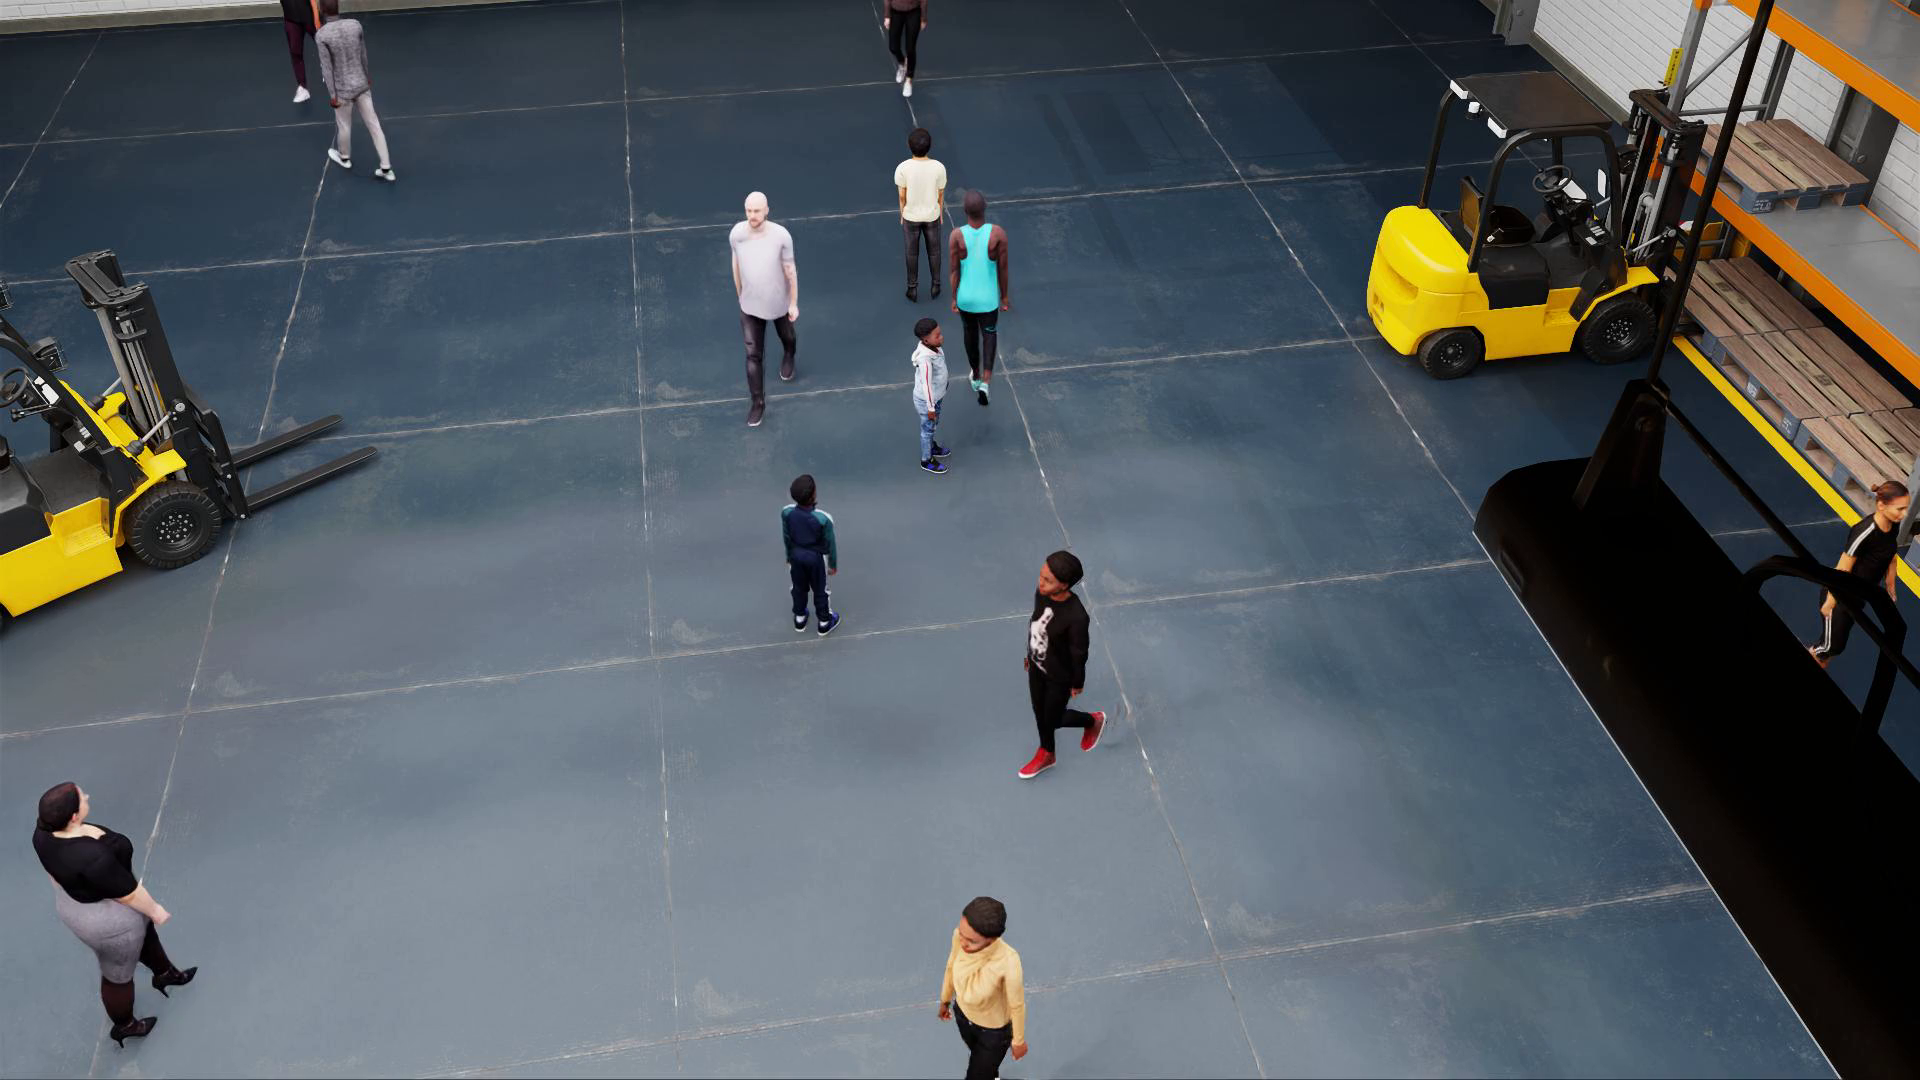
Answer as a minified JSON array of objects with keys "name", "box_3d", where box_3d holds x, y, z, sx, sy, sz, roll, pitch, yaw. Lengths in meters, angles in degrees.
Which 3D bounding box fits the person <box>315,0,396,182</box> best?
[{"name":"person","box_3d":[-5.787,-4.299,15.968,1.202,1.802,1.111,27,46,29]}]

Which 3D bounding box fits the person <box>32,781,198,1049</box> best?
[{"name":"person","box_3d":[-4.306,1.926,8.228,0.892,1.732,0.954,23,44,26]}]

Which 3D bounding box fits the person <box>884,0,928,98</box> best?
[{"name":"person","box_3d":[-0.571,-5.608,17.690,0.718,1.698,0.779,5,39,6]}]

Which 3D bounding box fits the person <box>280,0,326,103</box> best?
[{"name":"person","box_3d":[-6.961,-5.626,17.678,0.847,1.740,1.181,4,39,5]}]

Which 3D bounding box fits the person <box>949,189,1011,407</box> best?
[{"name":"person","box_3d":[0.127,-1.823,12.879,0.740,1.787,1.029,0,39,0]}]

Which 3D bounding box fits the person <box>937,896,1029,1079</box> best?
[{"name":"person","box_3d":[0.174,2.227,7.915,0.777,1.655,0.678,-30,47,-32]}]

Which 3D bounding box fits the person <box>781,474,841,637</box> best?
[{"name":"person","box_3d":[-0.993,0.096,10.902,0.568,1.256,0.578,10,40,13]}]

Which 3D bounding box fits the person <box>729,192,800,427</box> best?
[{"name":"person","box_3d":[-1.475,-1.895,12.966,0.899,1.791,1.286,3,39,4]}]

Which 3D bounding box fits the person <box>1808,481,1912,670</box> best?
[{"name":"person","box_3d":[5.489,0.279,10.349,0.698,1.660,0.712,-23,44,-26]}]

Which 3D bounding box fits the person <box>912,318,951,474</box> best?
[{"name":"person","box_3d":[-0.227,-1.102,12.398,0.592,1.261,0.500,4,39,5]}]

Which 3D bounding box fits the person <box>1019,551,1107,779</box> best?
[{"name":"person","box_3d":[0.610,0.717,9.797,0.844,1.665,0.867,-22,44,-25]}]

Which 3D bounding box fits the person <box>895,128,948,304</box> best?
[{"name":"person","box_3d":[-0.328,-2.772,14.227,0.592,1.587,0.470,-5,39,-7]}]
